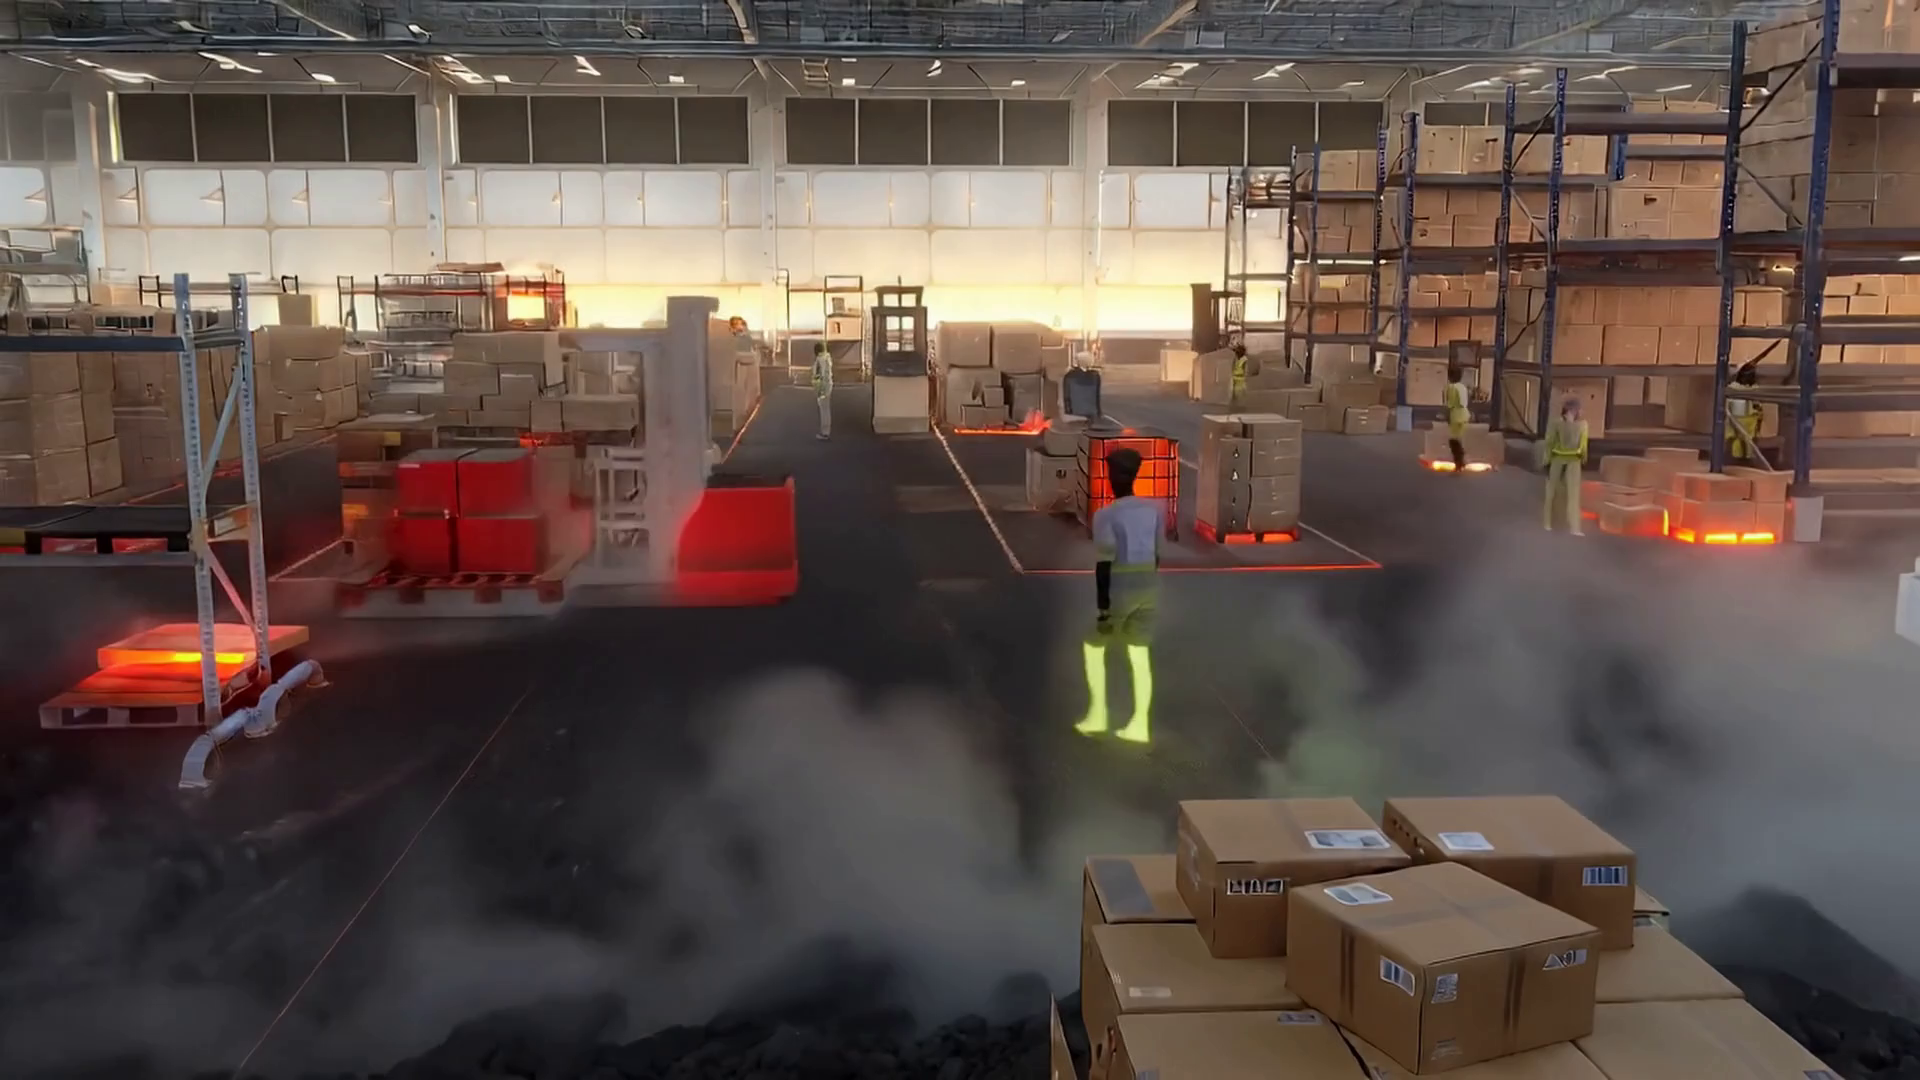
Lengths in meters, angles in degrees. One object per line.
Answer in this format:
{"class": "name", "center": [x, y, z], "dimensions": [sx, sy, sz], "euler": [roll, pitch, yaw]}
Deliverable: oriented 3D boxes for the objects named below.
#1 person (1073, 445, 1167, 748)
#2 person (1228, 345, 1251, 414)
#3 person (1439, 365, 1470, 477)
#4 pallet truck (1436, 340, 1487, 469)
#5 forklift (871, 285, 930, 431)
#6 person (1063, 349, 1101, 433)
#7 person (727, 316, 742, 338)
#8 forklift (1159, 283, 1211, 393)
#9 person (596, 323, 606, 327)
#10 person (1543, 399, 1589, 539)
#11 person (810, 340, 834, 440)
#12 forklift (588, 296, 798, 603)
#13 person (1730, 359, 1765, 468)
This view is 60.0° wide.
{"class": "person", "center": [1.013, 0.347, 10.760], "dimensions": [0.627, 1.941, 0.709], "euler": [-6, 11, -32]}
{"class": "person", "center": [5.820, -3.230, 34.346], "dimensions": [0.853, 1.595, 0.563], "euler": [-9, 13, -44]}
{"class": "person", "center": [7.442, -1.780, 24.961], "dimensions": [0.412, 1.673, 0.556], "euler": [7, 12, 39]}
{"class": "pallet truck", "center": [8.004, -2.170, 26.422], "dimensions": [0.823, 1.965, 1.885], "euler": [2, 9, 14]}
{"class": "forklift", "center": [-1.172, -3.580, 32.510], "dimensions": [1.129, 2.768, 1.873], "euler": [-1, 9, -4]}
{"class": "person", "center": [1.801, -1.827, 24.450], "dimensions": [0.630, 1.940, 0.372], "euler": [-6, 11, -31]}
{"class": "person", "center": [-5.694, -4.660, 42.057], "dimensions": [0.386, 1.993, 0.623], "euler": [1, 9, 5]}
{"class": "forklift", "center": [6.145, -5.191, 42.627], "dimensions": [1.873, 2.768, 1.129], "euler": [-1, 9, -4]}
{"class": "person", "center": [-8.529, -4.213, 39.600], "dimensions": [0.977, 1.879, 0.557], "euler": [-5, 10, -28]}
{"class": "person", "center": [7.060, -0.856, 19.409], "dimensions": [0.521, 1.599, 0.795], "euler": [1, 9, 4]}
{"class": "person", "center": [-2.550, -2.776, 30.709], "dimensions": [0.429, 1.842, 0.636], "euler": [-2, 9, -11]}
{"class": "forklift", "center": [-2.490, -0.880, 15.554], "dimensions": [1.873, 2.768, 1.129], "euler": [-1, 9, -4]}
{"class": "person", "center": [10.323, -1.416, 21.898], "dimensions": [0.366, 1.931, 0.542], "euler": [-1, 9, -7]}
